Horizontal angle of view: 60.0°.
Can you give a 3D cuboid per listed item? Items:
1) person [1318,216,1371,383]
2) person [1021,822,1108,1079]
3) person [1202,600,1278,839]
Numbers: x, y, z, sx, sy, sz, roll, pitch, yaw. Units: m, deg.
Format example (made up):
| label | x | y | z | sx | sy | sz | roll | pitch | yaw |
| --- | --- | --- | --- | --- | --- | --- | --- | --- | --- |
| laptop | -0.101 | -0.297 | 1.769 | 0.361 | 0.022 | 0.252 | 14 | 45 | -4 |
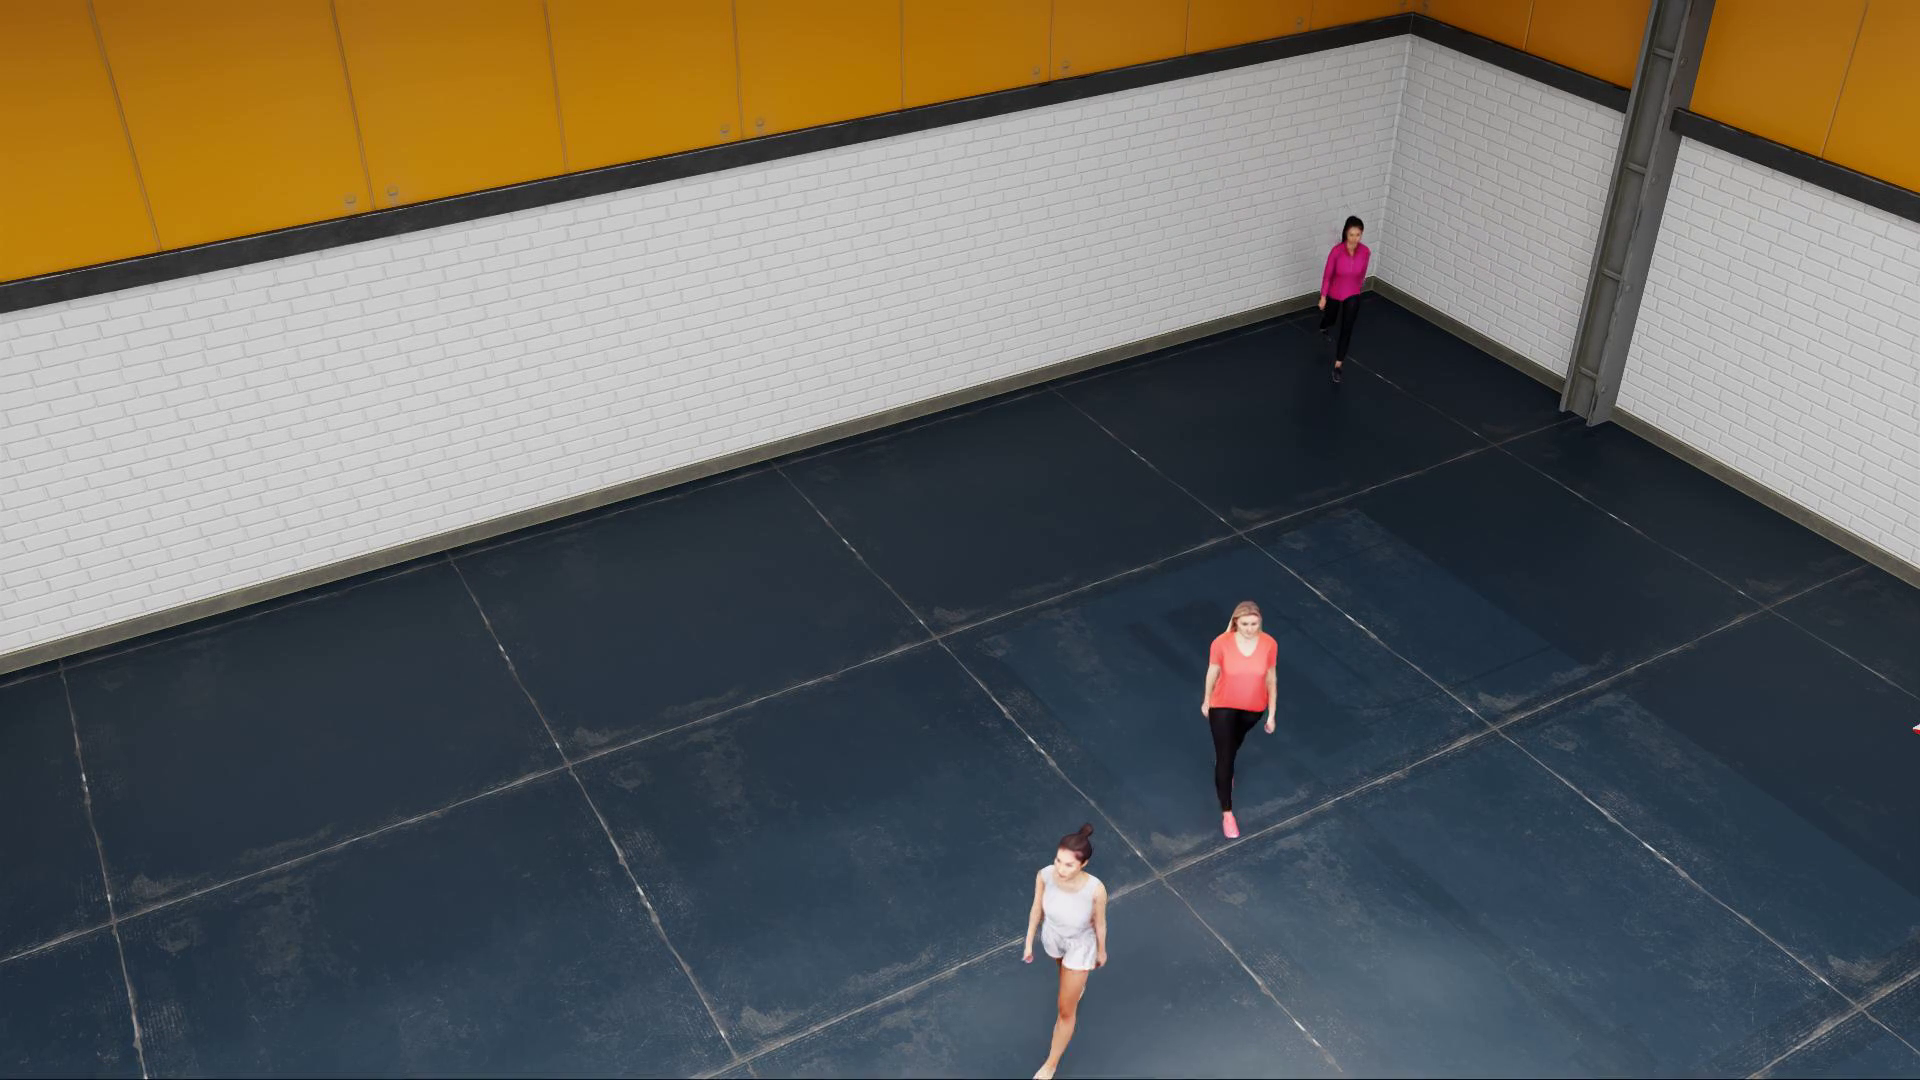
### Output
| label | x | y | z | sx | sy | sz | roll | pitch | yaw |
| --- | --- | --- | --- | --- | --- | --- | --- | --- | --- |
| person | 3.764 | -2.441 | 16.409 | 0.969 | 1.650 | 1.184 | 0 | 34 | 0 |
| person | 0.649 | 2.233 | 9.455 | 1.074 | 1.563 | 1.000 | 17 | 37 | 24 |
| person | 1.844 | 1.075 | 11.127 | 0.950 | 1.641 | 1.206 | -2 | 34 | -3 |
